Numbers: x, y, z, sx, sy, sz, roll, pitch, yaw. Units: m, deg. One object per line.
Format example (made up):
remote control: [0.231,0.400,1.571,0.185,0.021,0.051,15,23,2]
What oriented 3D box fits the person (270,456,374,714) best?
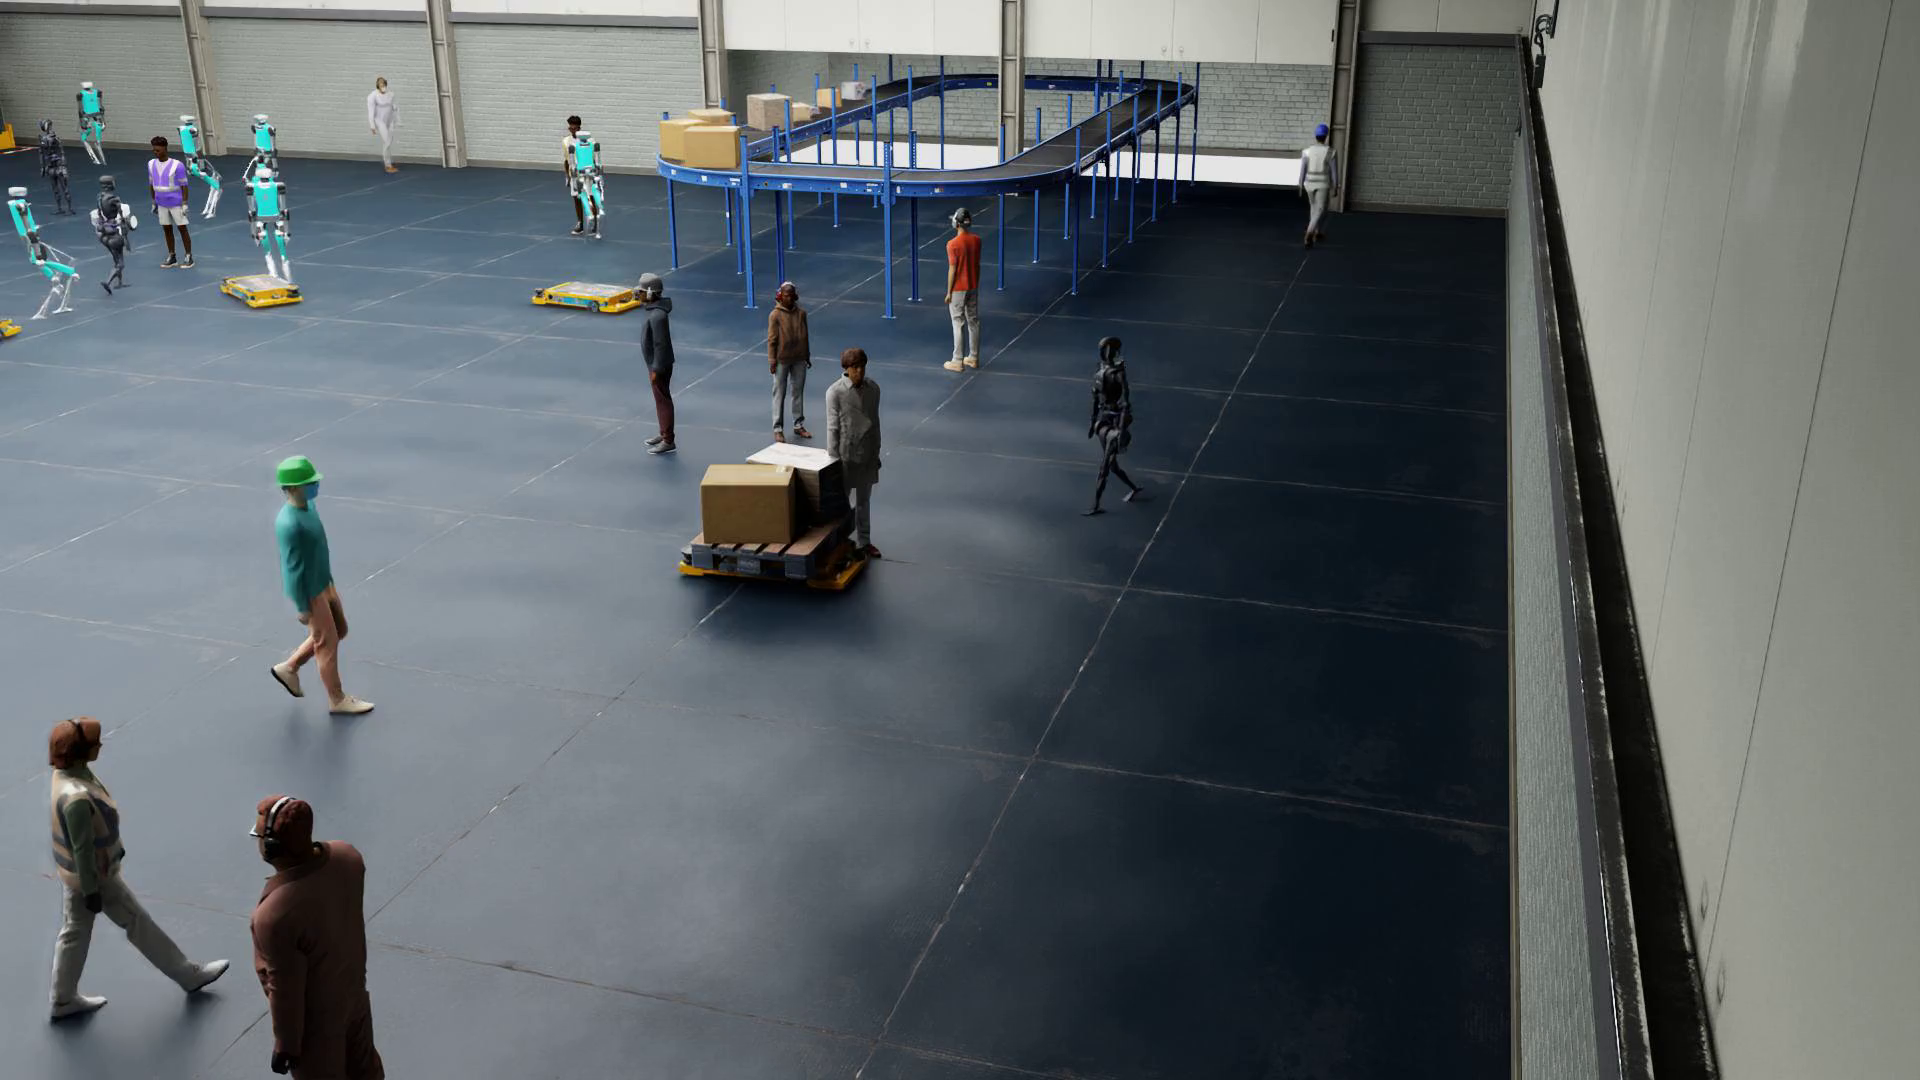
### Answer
person: [-4.369,0.314,11.147,0.591,1.861,0.534,-2,21,-6]

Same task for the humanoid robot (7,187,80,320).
humanoid robot: [-12.027,-3.786,21.965,0.787,1.791,0.551,-16,26,-35]

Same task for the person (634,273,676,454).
person: [-3.022,-1.769,16.618,0.364,1.814,0.542,-5,22,-12]

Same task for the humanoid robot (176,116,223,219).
humanoid robot: [-13.147,-6.522,28.969,0.544,1.743,0.689,16,26,35]

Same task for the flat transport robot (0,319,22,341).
flat transport robot: [-12.489,-2.525,20.727,0.659,0.231,1.431,3,21,9]

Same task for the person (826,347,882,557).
person: [-0.870,-0.709,13.847,0.502,1.833,0.369,-13,25,-30]

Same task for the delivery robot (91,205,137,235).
delivery robot: [-14.149,-5.394,27.759,0.524,0.586,0.748,1,21,2]

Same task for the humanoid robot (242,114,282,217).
humanoid robot: [-12.165,-6.433,28.847,0.545,1.815,0.691,11,24,27]

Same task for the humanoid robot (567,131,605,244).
humanoid robot: [-5.933,-5.651,26.799,0.530,1.793,0.729,-11,24,-27]

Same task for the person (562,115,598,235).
person: [-6.262,-6.014,27.452,0.596,1.950,0.380,6,22,15]

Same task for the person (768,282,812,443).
person: [-1.747,-1.830,16.996,0.471,1.650,0.310,-13,25,-30]

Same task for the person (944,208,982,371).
person: [0.019,-2.942,19.530,0.477,1.912,0.389,-17,27,-37]

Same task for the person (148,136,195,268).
person: [-11.861,-5.068,24.964,0.601,1.966,0.367,3,21,9]

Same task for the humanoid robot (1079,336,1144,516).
humanoid robot: [1.399,-1.051,15.015,0.758,1.635,0.612,-11,24,-26]

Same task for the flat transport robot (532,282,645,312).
flat transport robot: [-5.092,-3.333,22.821,1.431,0.231,0.659,10,23,23]

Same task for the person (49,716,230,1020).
person: [-4.189,1.598,8.193,0.853,1.588,0.522,-14,25,-31]

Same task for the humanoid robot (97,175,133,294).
humanoid robot: [-12.021,-4.315,23.448,0.607,1.635,0.585,13,24,30]

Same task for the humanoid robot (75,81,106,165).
humanoid robot: [-18.078,-8.580,34.522,0.772,1.864,0.543,15,26,33]

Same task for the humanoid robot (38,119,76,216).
humanoid robot: [-15.865,-6.541,29.163,0.599,1.659,0.315,8,23,20]

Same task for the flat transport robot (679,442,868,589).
flat transport robot: [-1.538,0.149,13.791,1.431,0.231,0.659,6,22,14]

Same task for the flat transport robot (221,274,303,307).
flat transport robot: [-9.763,-3.490,23.230,0.659,0.231,1.431,-17,27,-37]

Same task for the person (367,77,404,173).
person: [-11.596,-8.383,33.634,0.571,1.909,0.671,10,23,25]

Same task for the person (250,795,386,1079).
person: [-2.690,1.920,6.925,0.403,1.907,0.642,4,21,10]

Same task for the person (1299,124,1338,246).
person: [5.728,-5.685,26.642,0.612,1.914,0.932,14,25,33]

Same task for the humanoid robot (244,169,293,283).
humanoid robot: [-9.665,-4.292,23.356,0.547,1.862,0.681,-8,22,-19]
